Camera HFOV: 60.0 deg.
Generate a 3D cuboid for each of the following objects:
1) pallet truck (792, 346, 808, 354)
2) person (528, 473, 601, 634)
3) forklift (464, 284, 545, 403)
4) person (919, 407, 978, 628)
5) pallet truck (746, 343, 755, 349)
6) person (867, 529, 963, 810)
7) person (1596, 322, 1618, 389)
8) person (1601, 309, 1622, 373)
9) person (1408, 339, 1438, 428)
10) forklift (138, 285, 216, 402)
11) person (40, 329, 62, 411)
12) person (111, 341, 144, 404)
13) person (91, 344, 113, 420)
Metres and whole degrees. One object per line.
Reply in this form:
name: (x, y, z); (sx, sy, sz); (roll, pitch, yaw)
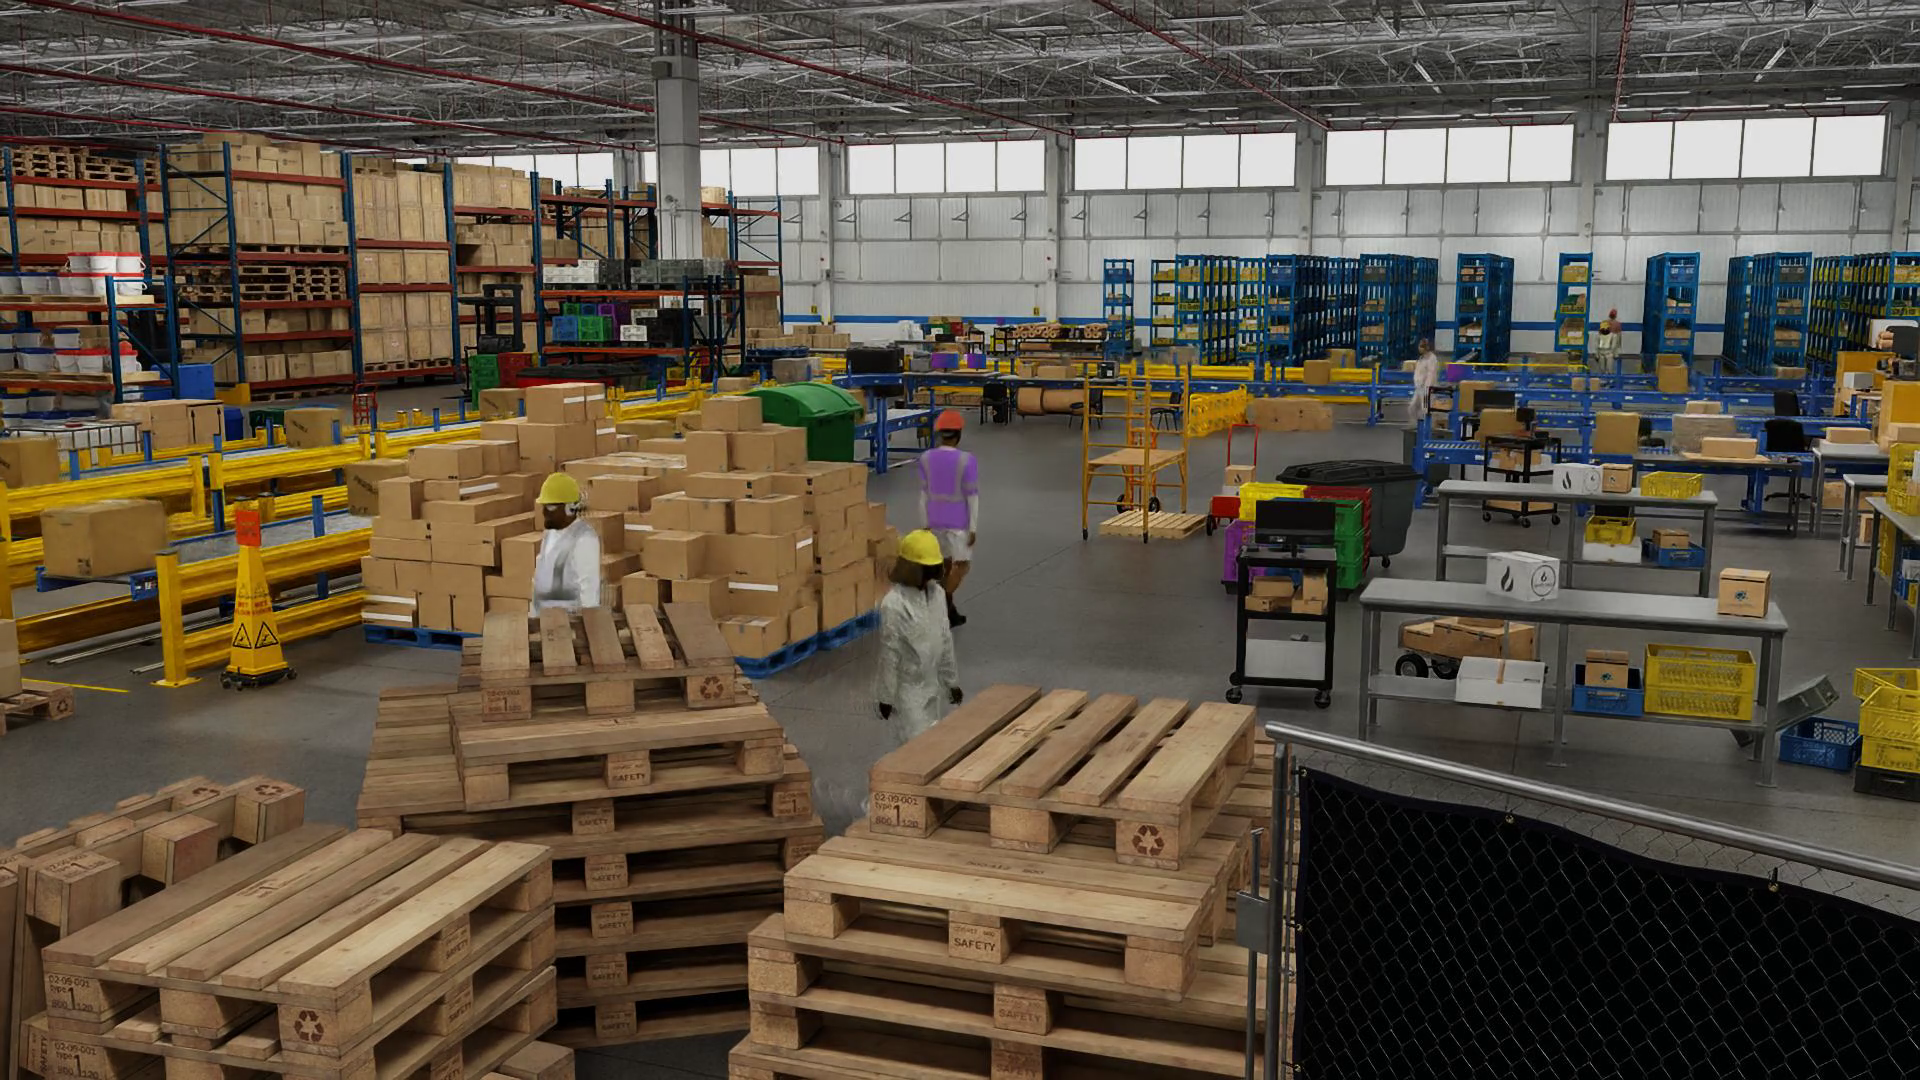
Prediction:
pallet truck: (-3.705, -4.298, 42.022); (0.653, 1.274, 1.630); (3, 10, 20)
person: (-2.483, 0.487, 10.354); (0.482, 1.820, 0.615); (-6, 11, -31)
forklift: (-10.832, -4.702, 39.610); (1.129, 2.768, 1.873); (3, 10, 20)
person: (-0.115, -0.160, 14.111); (0.548, 1.920, 0.671); (4, 10, 24)
pallet truck: (-6.183, -4.618, 44.264); (1.601, 1.201, 0.680); (-9, 12, -43)
person: (-0.217, 0.785, 8.791); (0.379, 1.725, 0.503); (5, 10, 29)
person: (17.322, -4.924, 44.452); (0.507, 1.788, 0.629); (-7, 11, -36)
person: (20.214, -6.165, 51.593); (0.647, 1.982, 0.436); (7, 11, 35)
person: (8.349, -2.693, 30.088); (0.566, 1.884, 0.679); (-1, 9, -4)
forklift: (-17.480, -4.200, 36.461); (1.873, 2.768, 1.129); (3, 10, 19)
person: (-19.472, -3.563, 35.584); (0.525, 1.887, 0.656); (2, 9, 14)
person: (-14.167, -2.428, 28.335); (0.388, 1.930, 0.539); (8, 12, 40)
person: (-17.749, -3.253, 34.438); (0.388, 1.614, 0.516); (2, 9, 14)
